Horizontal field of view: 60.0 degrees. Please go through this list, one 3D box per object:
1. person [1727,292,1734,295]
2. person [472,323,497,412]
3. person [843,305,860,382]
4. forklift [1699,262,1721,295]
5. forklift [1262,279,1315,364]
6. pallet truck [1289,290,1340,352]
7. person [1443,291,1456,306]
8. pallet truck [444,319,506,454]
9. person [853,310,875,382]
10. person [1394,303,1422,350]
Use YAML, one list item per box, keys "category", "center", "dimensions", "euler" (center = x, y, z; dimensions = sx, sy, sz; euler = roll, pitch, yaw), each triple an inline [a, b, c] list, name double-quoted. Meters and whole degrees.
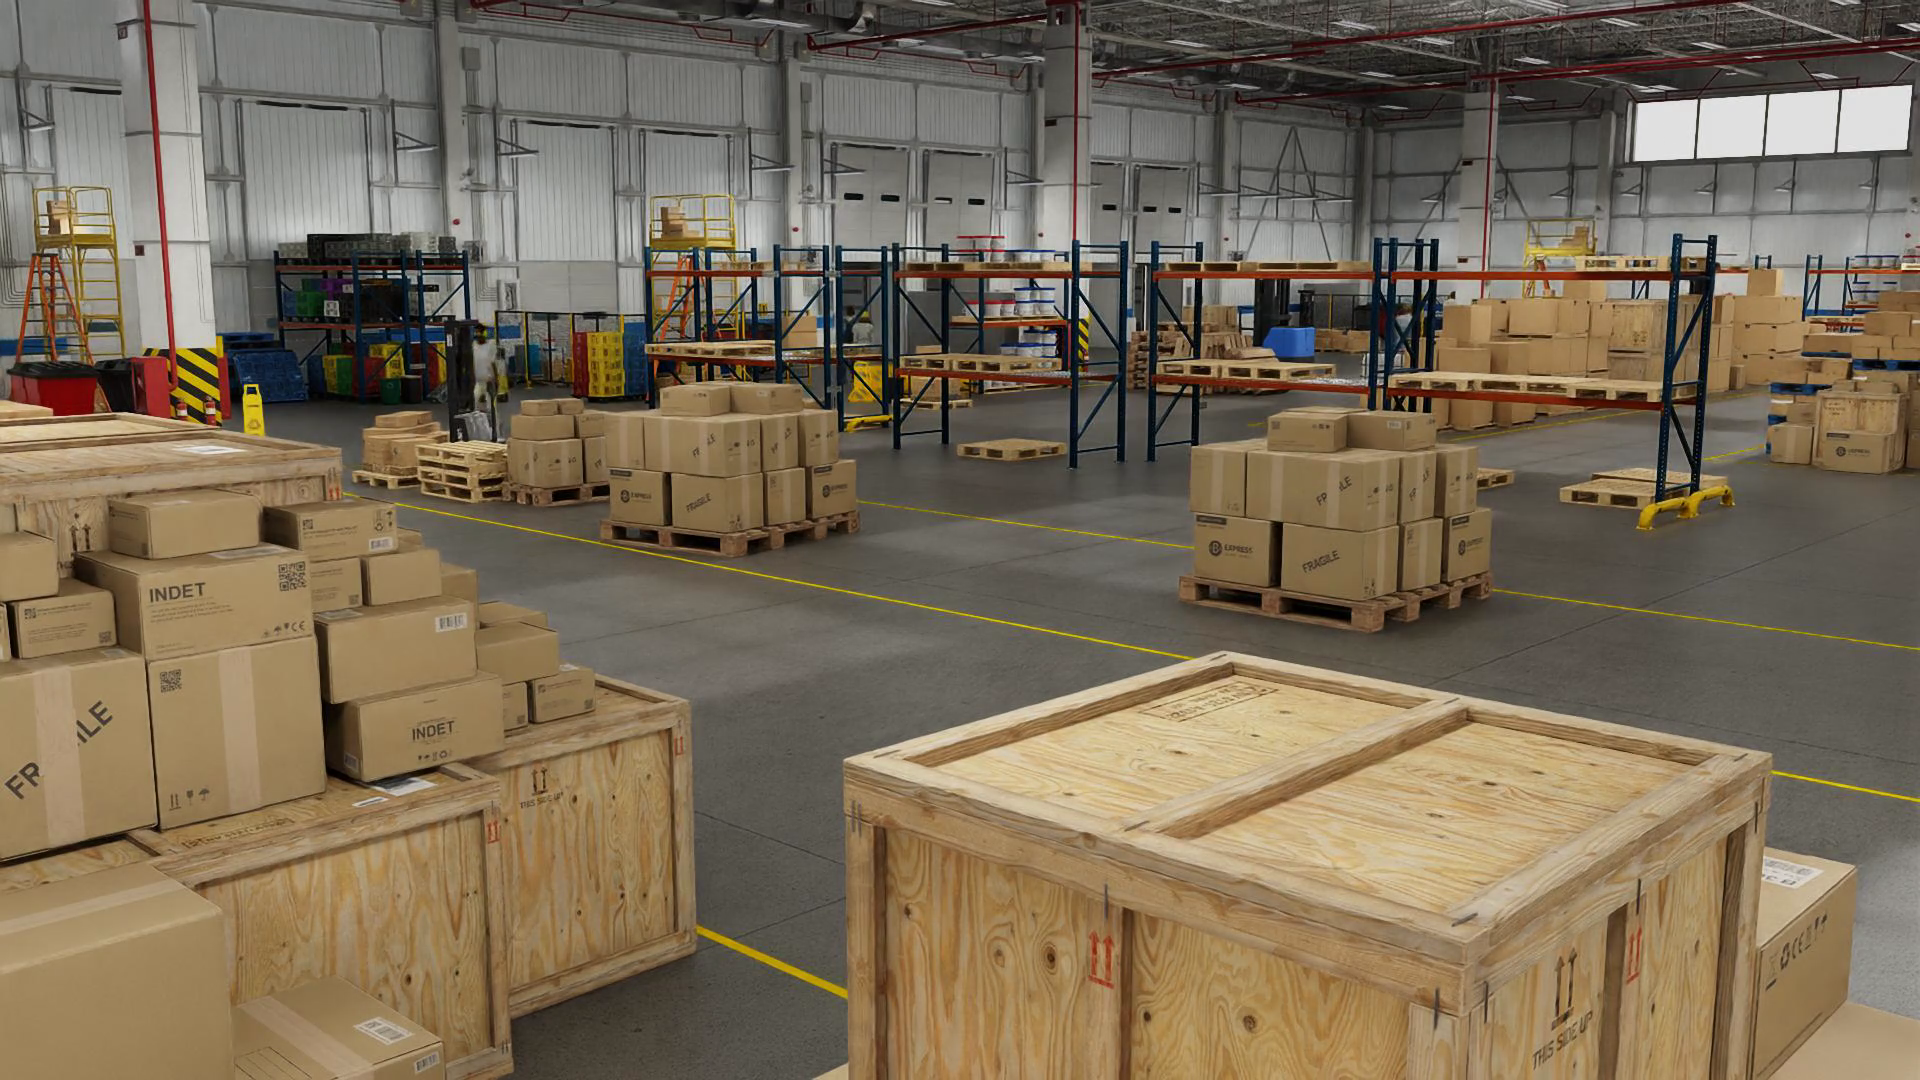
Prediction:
- category: "person"
  center: [24.975, -7.109, 54.090]
  dimensions: [0.553, 1.918, 0.664]
  euler: [7, 11, 36]
- category: "person"
  center: [-7.234, -2.334, 25.006]
  dimensions: [0.564, 1.844, 0.740]
  euler: [3, 10, 20]
- category: "person"
  center: [-2.556, -4.554, 38.711]
  dimensions: [0.510, 1.826, 0.737]
  euler: [2, 9, 11]
- category: "forklift"
  center: [20.092, -6.078, 44.812]
  dimensions: [1.873, 2.768, 1.129]
  euler: [3, 10, 17]
- category: "forklift"
  center: [8.555, -6.090, 44.881]
  dimensions: [1.873, 2.768, 1.129]
  euler: [9, 13, 43]
- category: "pallet truck"
  center: [11.297, -6.951, 52.861]
  dimensions: [1.885, 1.965, 0.823]
  euler: [-5, 11, -29]
- category: "person"
  center: [16.037, -7.140, 54.207]
  dimensions: [0.635, 1.935, 0.350]
  euler: [9, 13, 43]
- category: "pallet truck"
  center: [-6.981, -1.942, 22.150]
  dimensions: [1.885, 1.965, 0.823]
  euler: [1, 9, 9]
- category: "person"
  center: [-2.167, -4.343, 37.686]
  dimensions: [0.496, 1.725, 0.440]
  euler: [0, 9, 0]
- category: "person"
  center: [9.845, -4.240, 36.531]
  dimensions: [0.634, 1.909, 0.867]
  euler: [5, 10, 27]
